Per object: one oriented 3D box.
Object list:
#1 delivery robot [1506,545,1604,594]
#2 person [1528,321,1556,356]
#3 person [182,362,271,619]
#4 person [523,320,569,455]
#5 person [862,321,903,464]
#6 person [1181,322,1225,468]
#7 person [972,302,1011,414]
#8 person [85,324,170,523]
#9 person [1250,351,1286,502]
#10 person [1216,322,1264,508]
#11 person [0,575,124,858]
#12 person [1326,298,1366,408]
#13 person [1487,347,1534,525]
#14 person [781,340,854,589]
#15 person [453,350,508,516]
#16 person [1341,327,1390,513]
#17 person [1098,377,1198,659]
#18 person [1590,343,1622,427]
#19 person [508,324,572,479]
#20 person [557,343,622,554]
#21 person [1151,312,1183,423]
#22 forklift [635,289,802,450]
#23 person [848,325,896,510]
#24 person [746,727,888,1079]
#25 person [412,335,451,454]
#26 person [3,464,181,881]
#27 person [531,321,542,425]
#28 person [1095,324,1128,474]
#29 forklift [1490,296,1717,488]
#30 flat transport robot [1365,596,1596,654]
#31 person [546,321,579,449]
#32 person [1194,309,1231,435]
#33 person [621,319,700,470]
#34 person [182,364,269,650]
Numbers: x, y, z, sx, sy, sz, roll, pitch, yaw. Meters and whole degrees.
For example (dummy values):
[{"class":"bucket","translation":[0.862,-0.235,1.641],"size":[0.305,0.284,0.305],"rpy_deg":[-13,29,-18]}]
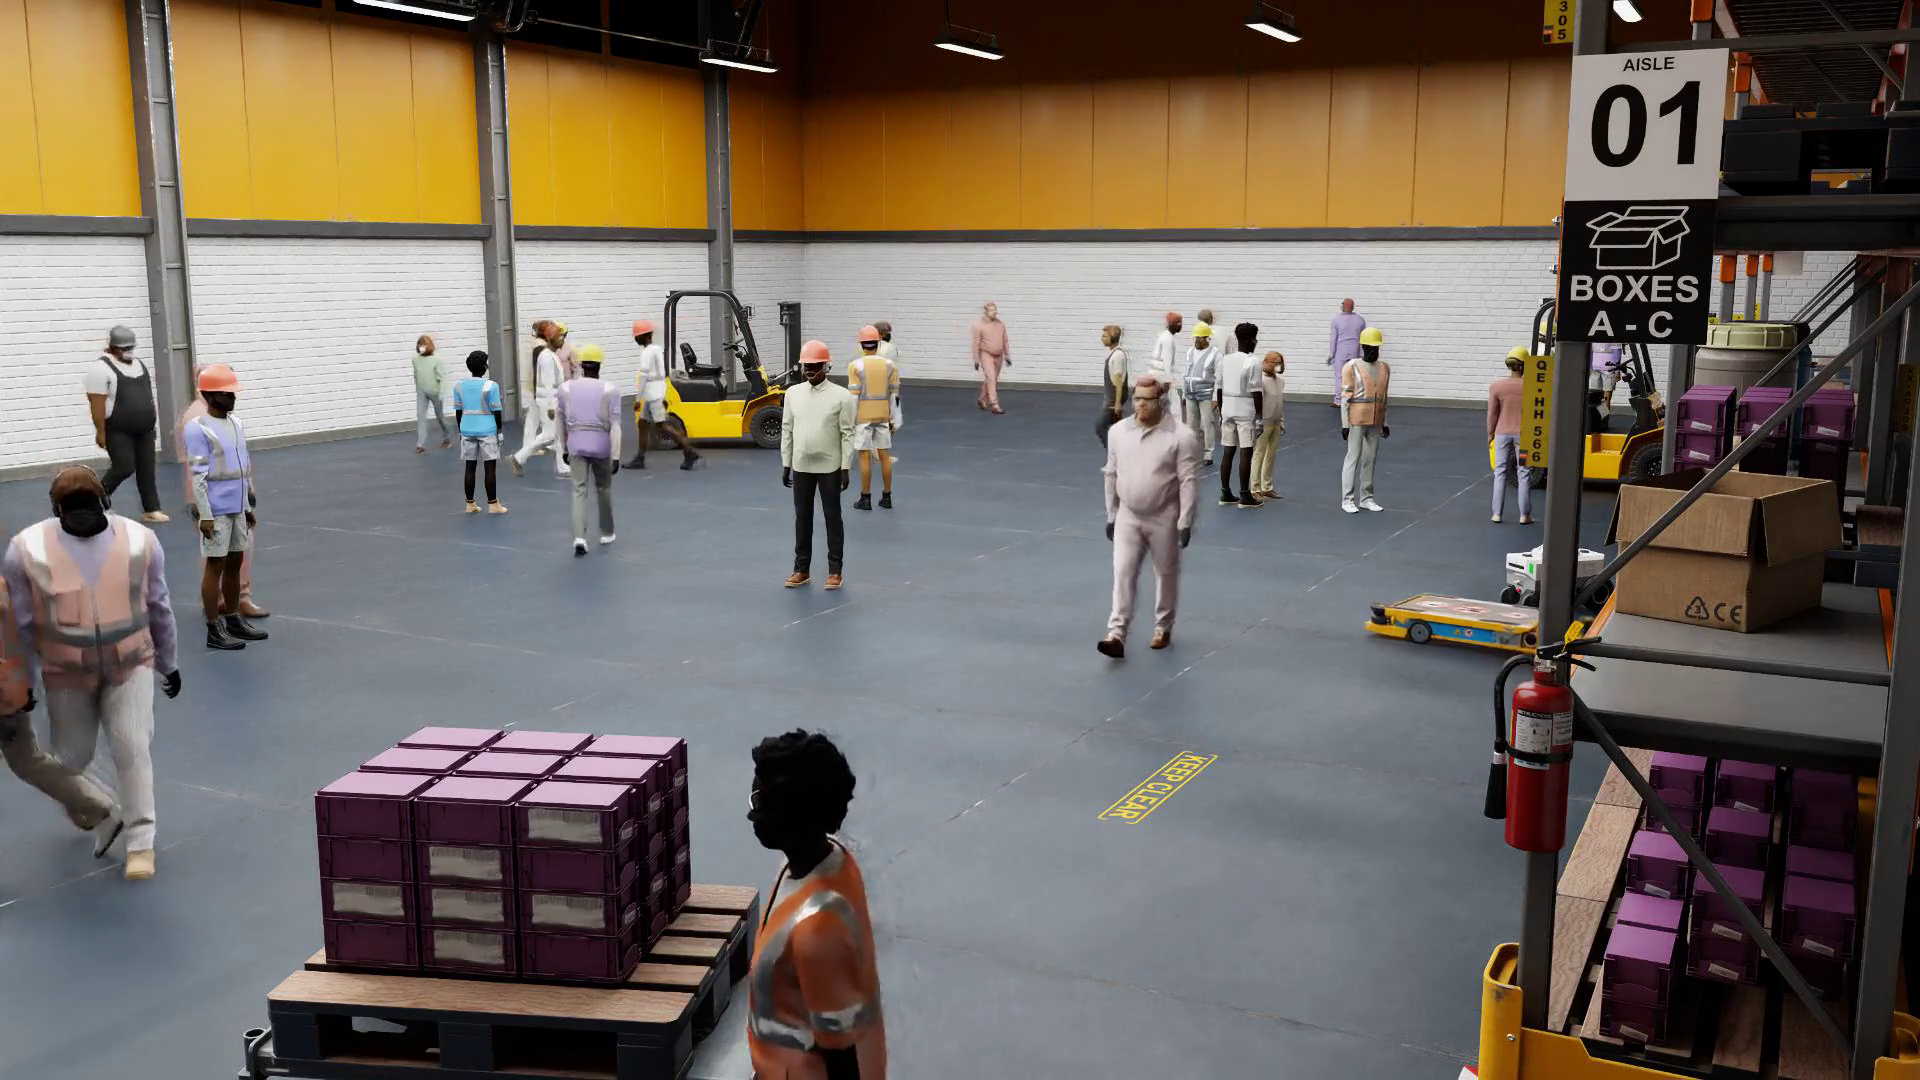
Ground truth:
[{"class":"delivery robot","translation":[4.495,0.204,12.572],"size":[0.707,0.478,0.477],"rpy_deg":[-3,10,-19]},{"class":"person","translation":[7.491,-1.910,21.432],"size":[0.404,1.823,0.591],"rpy_deg":[-1,10,-4]},{"class":"person","translation":[-5.312,-0.356,12.224],"size":[0.667,1.886,0.680],"rpy_deg":[-1,10,-4]},{"class":"person","translation":[-5.427,-2.014,22.102],"size":[0.902,1.790,0.622],"rpy_deg":[-3,10,-19]},{"class":"person","translation":[-0.999,-1.853,21.055],"size":[0.504,1.832,0.645],"rpy_deg":[-8,13,-39]},{"class":"person","translation":[3.013,-1.819,20.868],"size":[0.588,1.831,0.404],"rpy_deg":[10,14,44]},{"class":"person","translation":[0.503,-3.091,28.096],"size":[0.636,1.877,0.919],"rpy_deg":[-7,12,-36]},{"class":"person","translation":[-8.266,-1.156,16.424],"size":[0.691,2.000,0.745],"rpy_deg":[4,10,20]},{"class":"person","translation":[3.367,-1.240,18.087],"size":[0.506,1.631,0.277],"rpy_deg":[-9,14,-43]},{"class":"person","translation":[2.979,-1.324,17.616],"size":[0.363,1.962,0.612],"rpy_deg":[-7,12,-36]},{"class":"person","translation":[-4.054,0.672,7.122],"size":[0.795,1.607,0.527],"rpy_deg":[-5,11,-27]},{"class":"person","translation":[6.676,-3.232,28.855],"size":[0.682,1.903,0.398],"rpy_deg":[-2,10,-12]},{"class":"person","translation":[5.504,-1.033,16.517],"size":[0.523,1.763,0.329],"rpy_deg":[5,11,26]},{"class":"person","translation":[-1.150,-0.600,13.336],"size":[0.612,1.995,0.376],"rpy_deg":[3,10,15]},{"class":"person","translation":[-4.916,-1.093,17.052],"size":[0.541,1.695,0.315],"rpy_deg":[3,10,16]},{"class":"person","translation":[4.216,-1.238,17.230],"size":[0.594,1.924,0.381],"rpy_deg":[-5,11,-25]},{"class":"person","translation":[1.226,-0.139,11.042],"size":[0.673,1.855,0.960],"rpy_deg":[4,11,23]},{"class":"person","translation":[9.503,-2.541,24.439],"size":[0.387,2.039,0.614],"rpy_deg":[-4,10,-20]},{"class":"person","translation":[-4.918,-1.611,19.619],"size":[0.765,1.858,0.620],"rpy_deg":[-1,10,-4]},{"class":"person","translation":[-3.342,-0.835,15.026],"size":[0.588,1.886,0.949],"rpy_deg":[-1,10,-4]},{"class":"person","translation":[3.013,-2.350,23.953],"size":[0.819,1.834,0.603],"rpy_deg":[0,10,-1]},{"class":"forklift","translation":[-3.358,-2.392,23.136],"size":[2.313,2.155,1.214],"rpy_deg":[-1,10,-5]},{"class":"person","translation":[-0.936,-1.276,17.447],"size":[0.555,1.936,0.398],"rpy_deg":[-5,11,-28]},{"class":"person","translation":[-0.259,1.222,3.759],"size":[0.853,1.662,0.530],"rpy_deg":[0,10,0]},{"class":"person","translation":[-7.167,-1.989,22.557],"size":[0.507,1.593,0.852],"rpy_deg":[2,10,12]},{"class":"person","translation":[-3.807,0.539,7.314],"size":[0.661,1.808,0.801],"rpy_deg":[-6,11,-31]},{"class":"person","translation":[-6.503,-2.582,25.854],"size":[0.501,1.633,0.286],"rpy_deg":[8,13,39]},{"class":"person","translation":[1.829,-1.698,20.173],"size":[0.473,1.825,0.531],"rpy_deg":[0,10,3]},{"class":"forklift","translation":[7.296,-1.677,18.993],"size":[2.313,2.155,1.214],"rpy_deg":[5,11,27]},{"class":"flat transport robot","translation":[3.607,0.582,11.481],"size":[1.431,0.197,0.652],"rpy_deg":[8,12,38]},{"class":"person","translation":[-5.449,-2.102,22.718],"size":[0.523,1.760,0.329],"rpy_deg":[4,11,22]},{"class":"person","translation":[3.737,-2.419,24.213],"size":[0.720,1.880,0.994],"rpy_deg":[-6,11,-29]},{"class":"person","translation":[-3.716,-1.793,20.579],"size":[0.959,1.893,0.555],"rpy_deg":[0,10,-1]},{"class":"person","translation":[-5.008,-0.229,11.354],"size":[0.357,1.938,0.542],"rpy_deg":[2,10,9]}]
